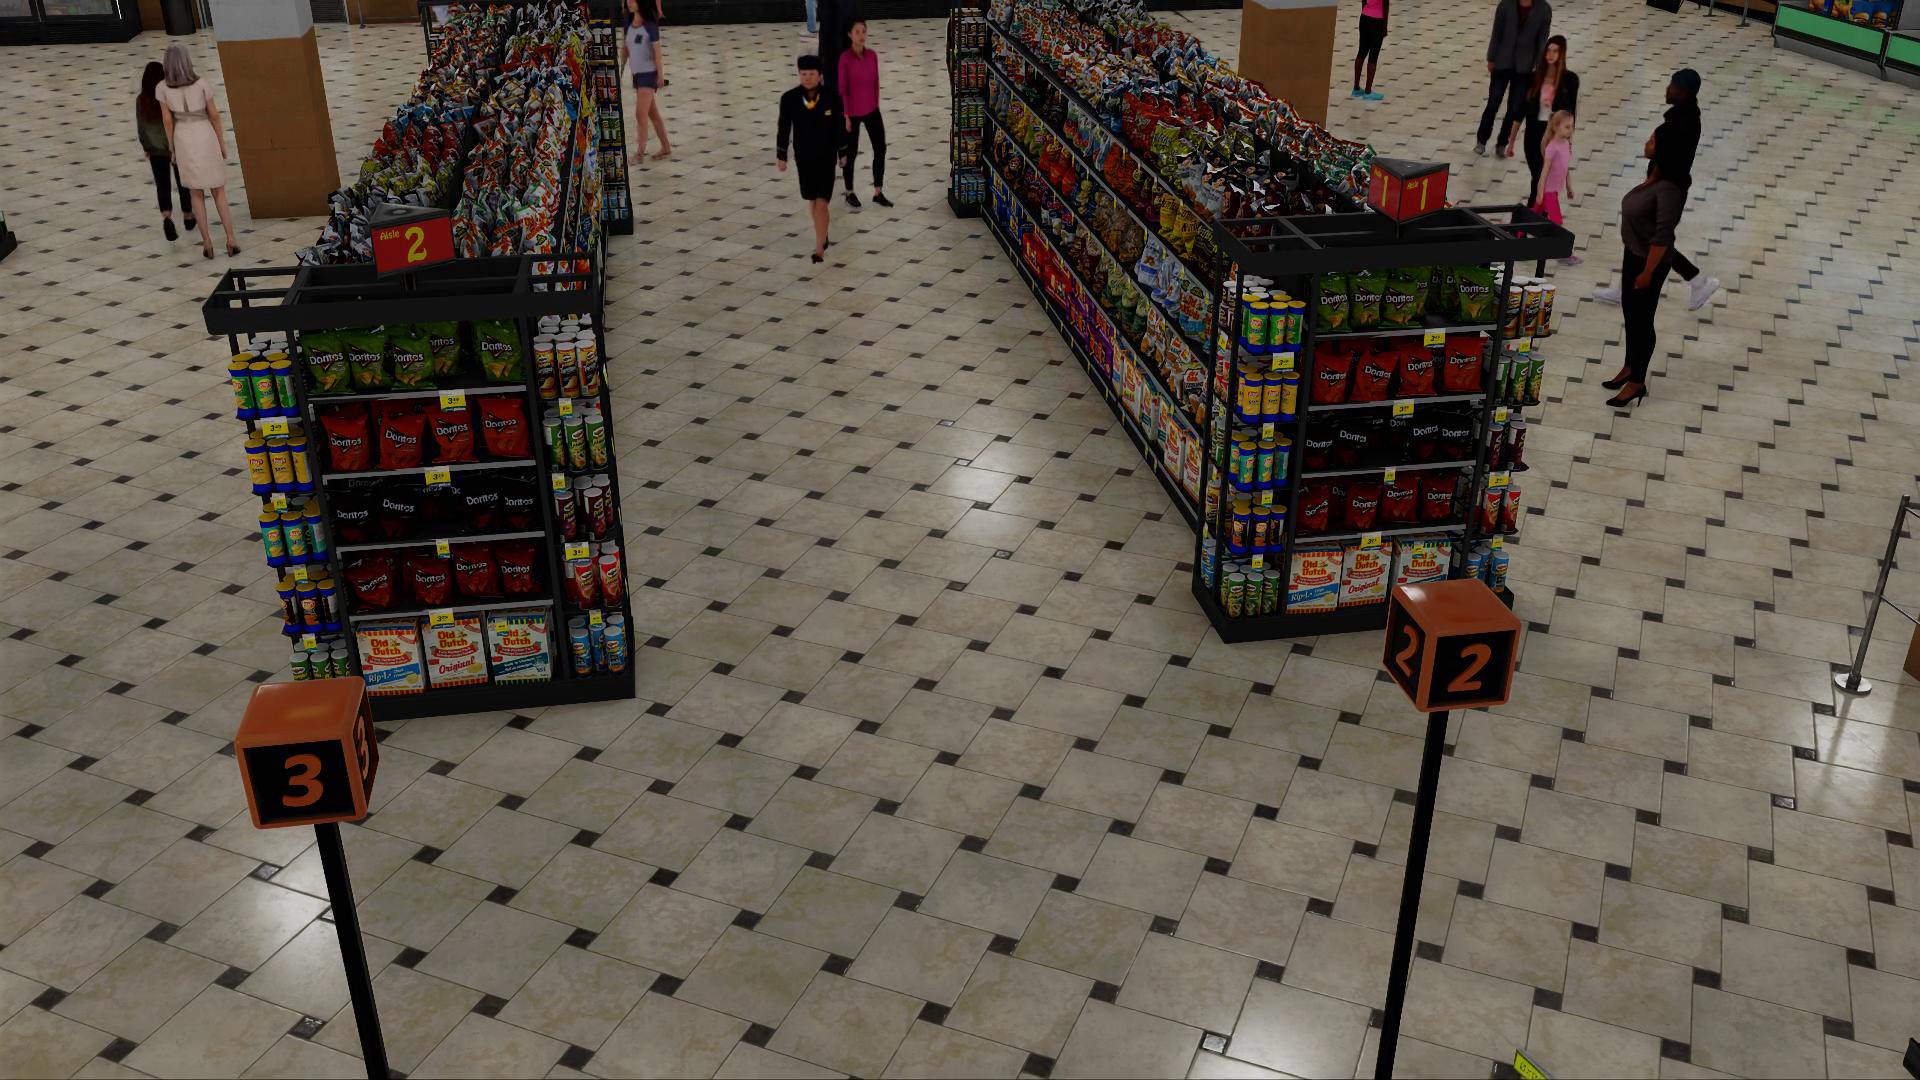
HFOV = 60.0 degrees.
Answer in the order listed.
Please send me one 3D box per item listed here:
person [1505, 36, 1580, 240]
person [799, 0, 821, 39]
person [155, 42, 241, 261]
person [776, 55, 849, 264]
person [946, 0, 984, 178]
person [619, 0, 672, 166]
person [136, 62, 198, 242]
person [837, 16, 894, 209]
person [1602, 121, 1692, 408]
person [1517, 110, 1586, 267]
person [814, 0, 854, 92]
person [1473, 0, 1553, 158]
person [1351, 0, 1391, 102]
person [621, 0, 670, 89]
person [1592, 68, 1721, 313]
[{"bbox_3d":[4.970,-3.389,14.091,1.131,1.661,1.179,19,32,32],"label":"person"},{"bbox_3d":[-2.010,-7.813,22.604,0.771,1.851,0.729,20,33,34],"label":"person"},{"bbox_3d":[-6.211,-3.166,13.569,0.635,1.736,0.603,-10,28,-18],"label":"person"},{"bbox_3d":[-1.165,-3.096,13.551,0.898,1.627,1.137,2,27,4],"label":"person"},{"bbox_3d":[0.072,-4.347,15.821,0.674,1.805,0.783,24,36,39],"label":"person"},{"bbox_3d":[-3.052,-4.598,16.456,0.968,1.677,0.990,23,35,37],"label":"person"},{"bbox_3d":[-6.713,-3.265,14.082,0.648,1.448,1.004,-8,28,-15],"label":"person"},{"bbox_3d":[-0.953,-3.813,14.957,0.783,1.635,0.878,-18,32,-31],"label":"person"},{"bbox_3d":[4.429,-1.768,10.694,0.801,1.841,0.688,8,28,15],"label":"person"},{"bbox_3d":[4.726,-2.856,13.502,0.926,1.242,0.864,18,32,31],"label":"person"},{"bbox_3d":[-1.284,-5.042,17.167,0.852,1.826,0.764,14,30,25],"label":"person"},{"bbox_3d":[5.451,-4.694,16.481,0.833,1.827,0.836,12,29,23],"label":"person"},{"bbox_3d":[4.732,-5.949,19.072,0.680,1.722,0.557,-12,29,-21],"label":"person"},{"bbox_3d":[-3.773,-6.275,19.561,0.769,1.862,0.747,7,28,14],"label":"person"},{"bbox_3d":[5.278,-2.529,12.246,1.174,1.796,1.162,15,30,26],"label":"person"}]
